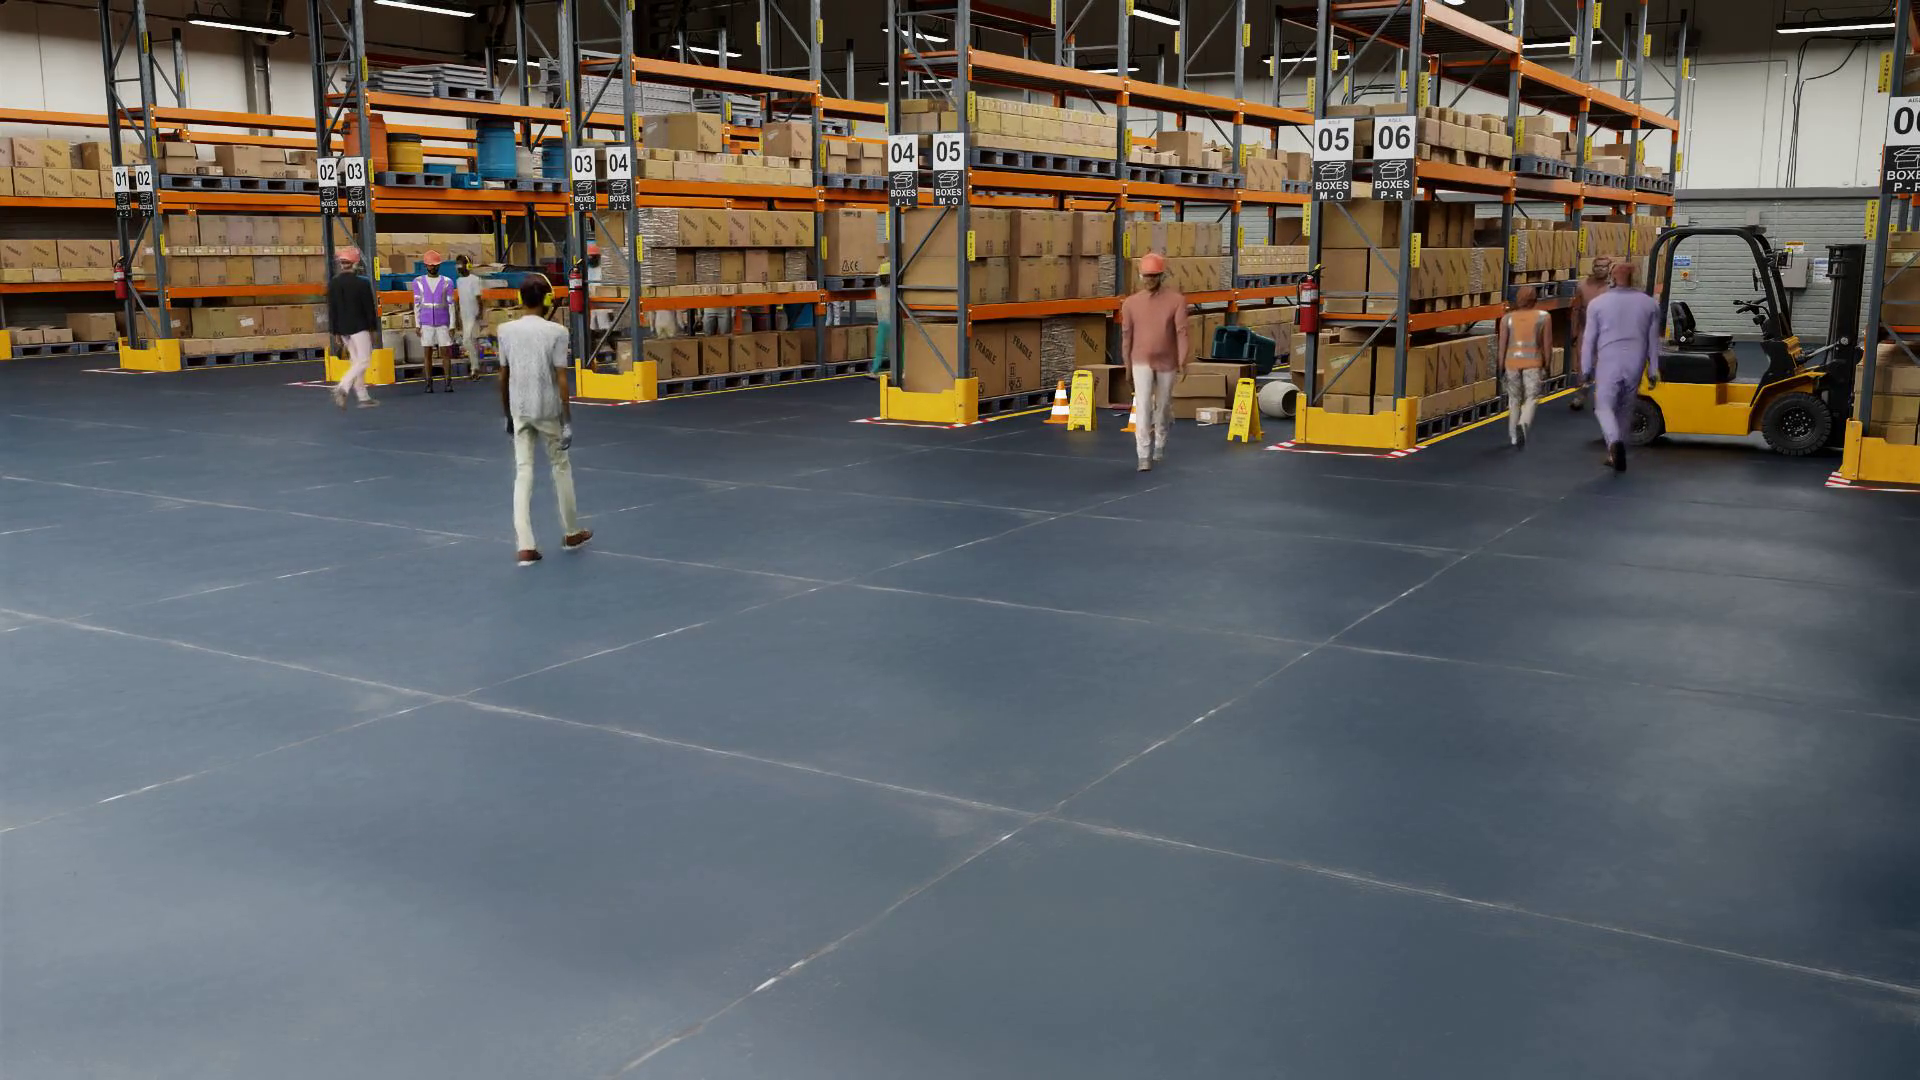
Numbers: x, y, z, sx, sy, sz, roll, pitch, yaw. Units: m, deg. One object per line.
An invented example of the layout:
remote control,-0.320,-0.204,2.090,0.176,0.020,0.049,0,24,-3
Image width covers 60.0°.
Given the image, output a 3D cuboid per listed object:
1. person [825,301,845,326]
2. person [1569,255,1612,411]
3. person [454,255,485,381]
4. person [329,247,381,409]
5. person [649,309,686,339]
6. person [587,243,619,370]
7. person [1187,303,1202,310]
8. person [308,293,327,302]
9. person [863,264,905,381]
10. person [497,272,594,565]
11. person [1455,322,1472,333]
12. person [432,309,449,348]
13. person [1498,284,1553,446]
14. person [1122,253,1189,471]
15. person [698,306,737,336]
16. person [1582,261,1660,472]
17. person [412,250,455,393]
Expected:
person,-2.397,-4.550,31.655,0.513,1.872,0.328,7,13,36
person,7.639,-2.468,19.968,0.679,1.868,0.905,6,12,31
person,-7.218,-3.235,24.331,0.562,1.849,0.459,9,13,40
person,-7.398,-2.561,20.213,0.622,1.974,0.799,5,11,25
person,-4.317,-3.133,24.418,0.565,1.610,0.454,2,10,11
person,-5.643,-3.612,25.952,0.665,2.033,0.644,6,12,30
person,3.901,-3.886,28.612,0.509,1.629,0.315,3,10,15
person,-11.903,-4.260,30.737,0.509,1.611,0.585,6,12,29
person,-1.062,-3.199,24.510,0.534,1.717,0.898,6,12,32
person,-2.697,-0.794,10.710,0.542,1.828,0.912,2,10,8
person,10.221,-4.890,33.466,0.568,1.911,0.628,4,11,20
person,-8.479,-3.591,27.075,0.519,1.587,0.871,7,13,36
person,5.566,-1.715,16.448,0.521,1.622,0.588,6,12,30
person,1.773,-1.641,15.176,0.603,1.946,1.041,1,10,5
person,-3.685,-3.438,25.271,0.627,1.932,0.373,0,10,2
person,5.860,-1.525,14.723,0.680,1.874,0.788,0,10,-1
person,-7.111,-2.948,22.537,0.540,1.929,0.391,-2,10,-14
